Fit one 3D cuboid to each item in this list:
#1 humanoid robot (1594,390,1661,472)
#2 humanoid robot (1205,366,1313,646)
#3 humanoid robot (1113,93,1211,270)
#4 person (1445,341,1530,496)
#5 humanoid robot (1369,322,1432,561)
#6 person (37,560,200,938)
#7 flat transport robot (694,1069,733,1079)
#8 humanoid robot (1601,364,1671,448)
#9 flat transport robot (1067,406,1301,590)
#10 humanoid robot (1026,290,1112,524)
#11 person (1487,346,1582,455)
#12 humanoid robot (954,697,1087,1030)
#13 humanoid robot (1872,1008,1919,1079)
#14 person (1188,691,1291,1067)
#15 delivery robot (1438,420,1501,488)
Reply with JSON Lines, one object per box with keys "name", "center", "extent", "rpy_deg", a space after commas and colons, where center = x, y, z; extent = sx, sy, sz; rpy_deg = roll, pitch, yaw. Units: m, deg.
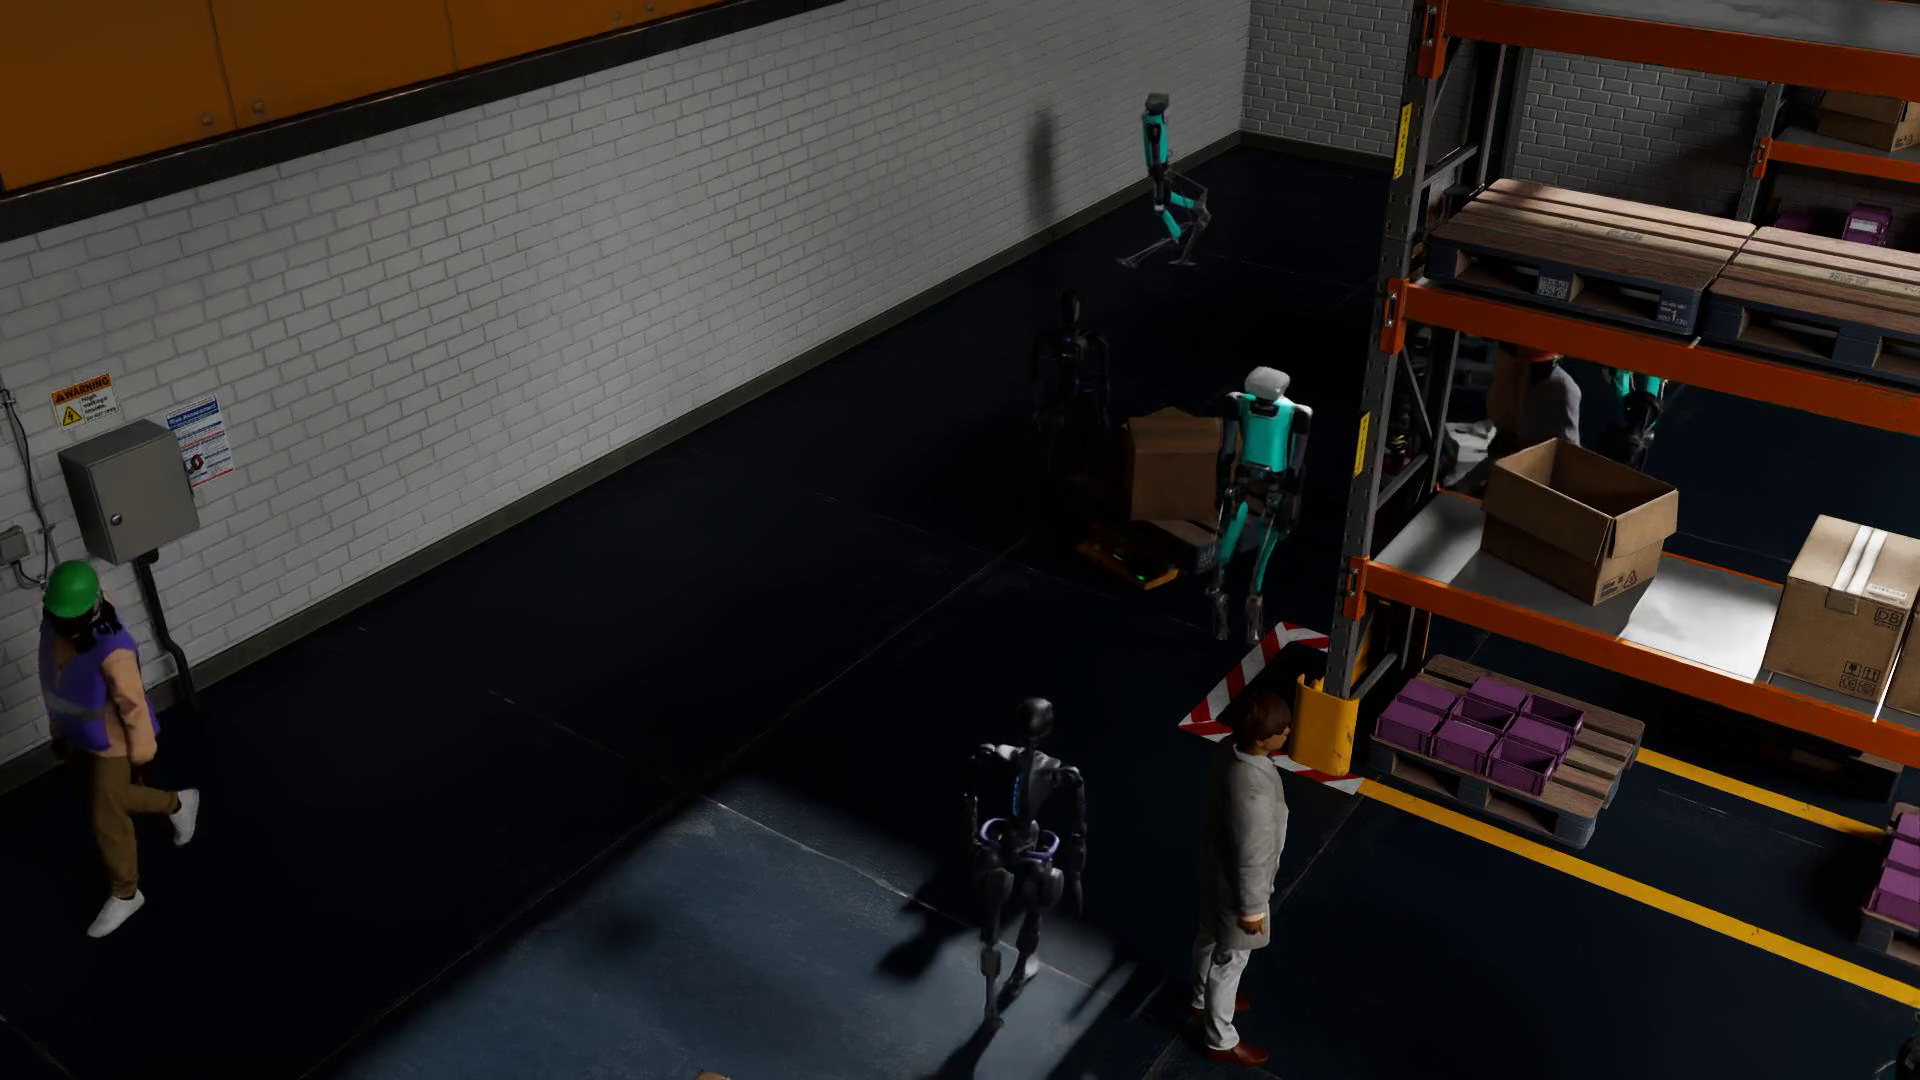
{"name": "humanoid robot", "center": [3.751, -0.158, 9.965], "extent": [0.726, 1.637, 0.617], "rpy_deg": [7, 31, 12]}
{"name": "humanoid robot", "center": [1.683, -0.104, 9.743], "extent": [0.530, 1.793, 0.626], "rpy_deg": [14, 33, 23]}
{"name": "humanoid robot", "center": [1.932, -3.183, 15.091], "extent": [1.015, 1.725, 0.571], "rpy_deg": [2, 30, 3]}
{"name": "person", "center": [3.588, -0.842, 10.920], "extent": [0.566, 1.852, 0.580], "rpy_deg": [0, 30, 0]}
{"name": "humanoid robot", "center": [2.786, -0.620, 10.722], "extent": [0.368, 1.643, 0.590], "rpy_deg": [-16, 34, -26]}
{"name": "person", "center": [-4.033, 0.917, 7.822], "extent": [0.558, 1.887, 0.737], "rpy_deg": [17, 34, 27]}
{"name": "flat transport robot", "center": [-0.547, 2.865, 6.070], "extent": [0.659, 0.231, 1.431], "rpy_deg": [13, 32, 21]}
{"name": "humanoid robot", "center": [4.760, -1.171, 11.597], "extent": [0.539, 1.764, 0.770], "rpy_deg": [5, 30, 9]}
{"name": "flat transport robot", "center": [1.521, -0.087, 11.191], "extent": [1.431, 0.231, 0.659], "rpy_deg": [-23, 37, -34]}
{"name": "humanoid robot", "center": [0.739, -0.875, 11.149], "extent": [0.583, 1.652, 0.345], "rpy_deg": [4, 30, 6]}
{"name": "person", "center": [3.786, -0.628, 10.715], "extent": [0.837, 1.686, 0.585], "rpy_deg": [-6, 31, -11]}
{"name": "humanoid robot", "center": [0.229, 1.425, 7.184], "extent": [0.614, 1.634, 0.584], "rpy_deg": [12, 32, 20]}
{"name": "humanoid robot", "center": [3.141, 2.078, 6.013], "extent": [0.547, 1.765, 1.028], "rpy_deg": [-17, 34, -27]}
{"name": "person", "center": [1.188, 1.417, 7.018], "extent": [0.368, 1.834, 0.501], "rpy_deg": [-1, 30, -2]}
{"name": "delivery robot", "center": [3.815, -0.632, 11.836], "extent": [0.776, 0.580, 0.499], "rpy_deg": [2, 30, 3]}
